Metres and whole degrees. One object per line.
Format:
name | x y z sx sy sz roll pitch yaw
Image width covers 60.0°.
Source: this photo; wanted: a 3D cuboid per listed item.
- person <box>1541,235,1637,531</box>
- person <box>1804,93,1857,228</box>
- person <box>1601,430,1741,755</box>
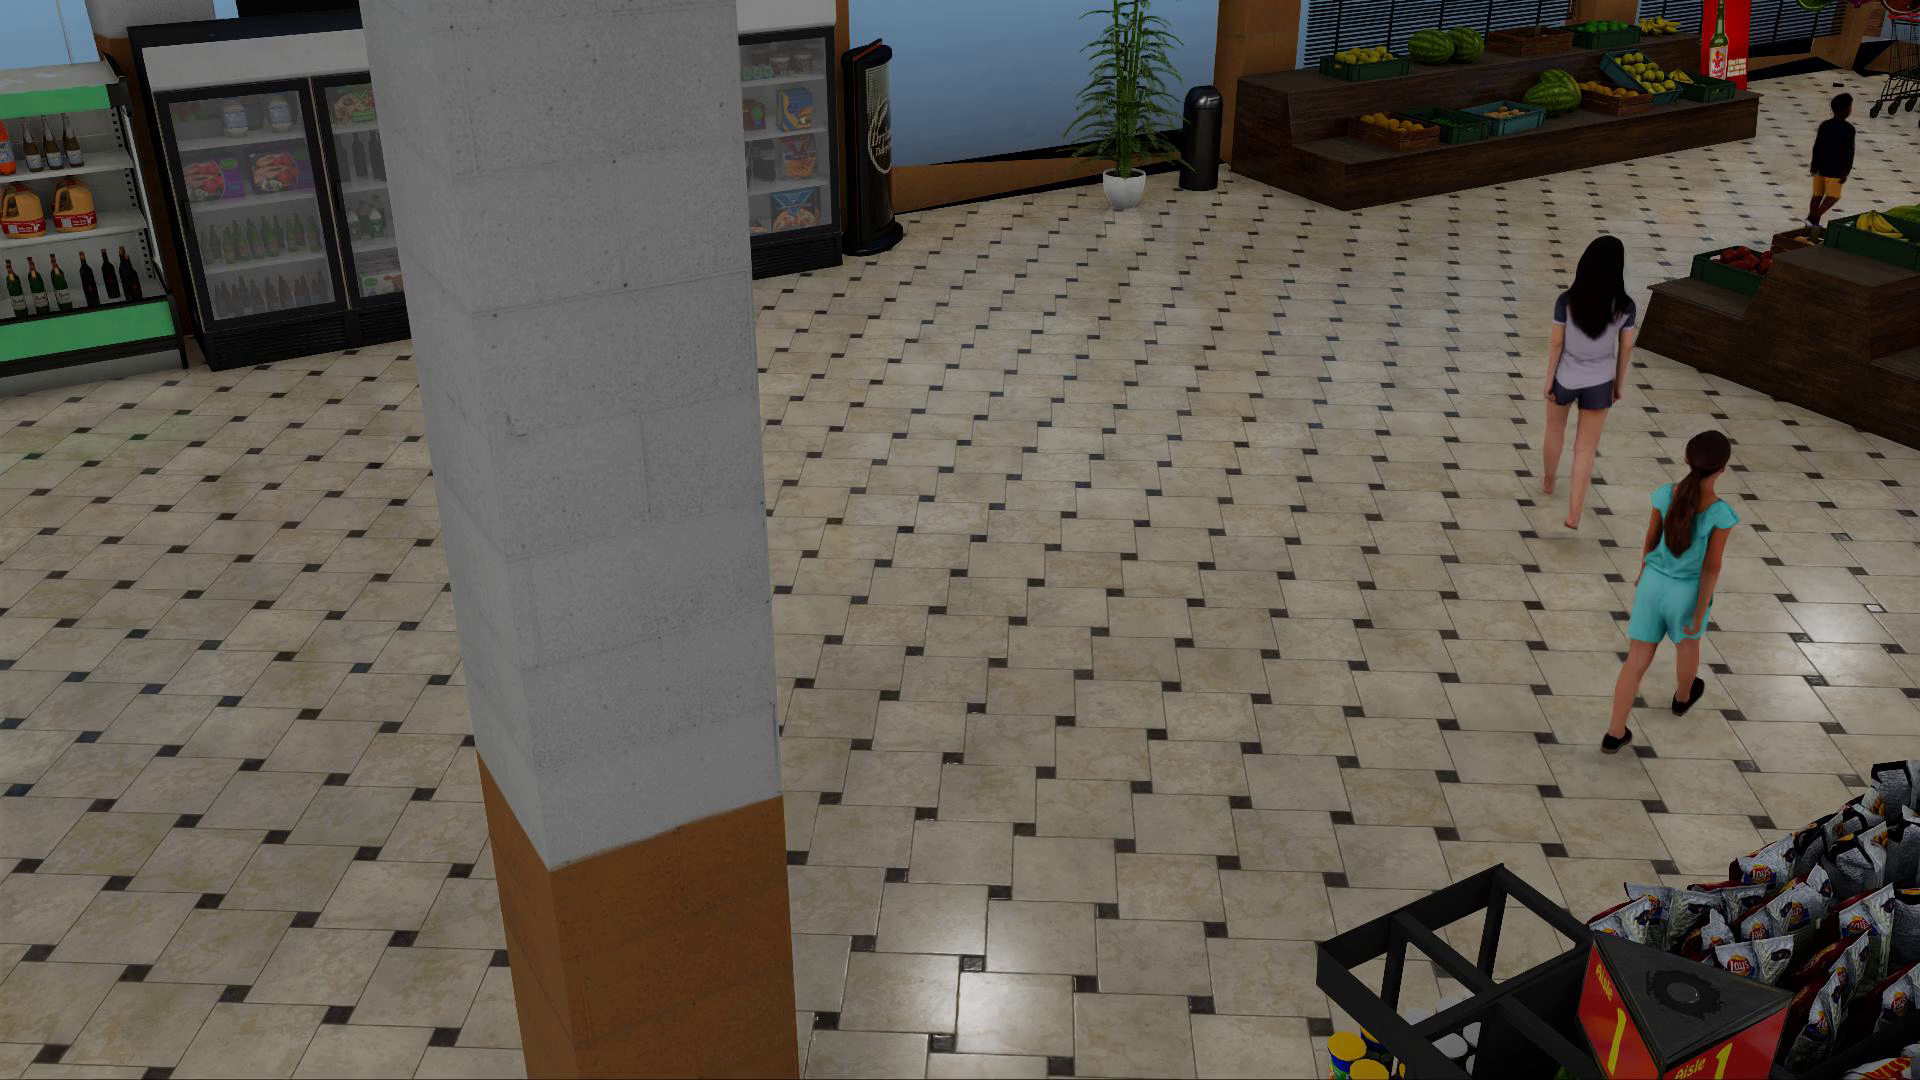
person | 3.559 -0.859 9.522 1.079 1.664 1.155 9 28 16
person | 7.732 -3.333 14.845 0.578 1.262 0.519 -14 30 -26
person | 3.159 0.270 7.456 0.781 1.519 1.126 23 35 37
